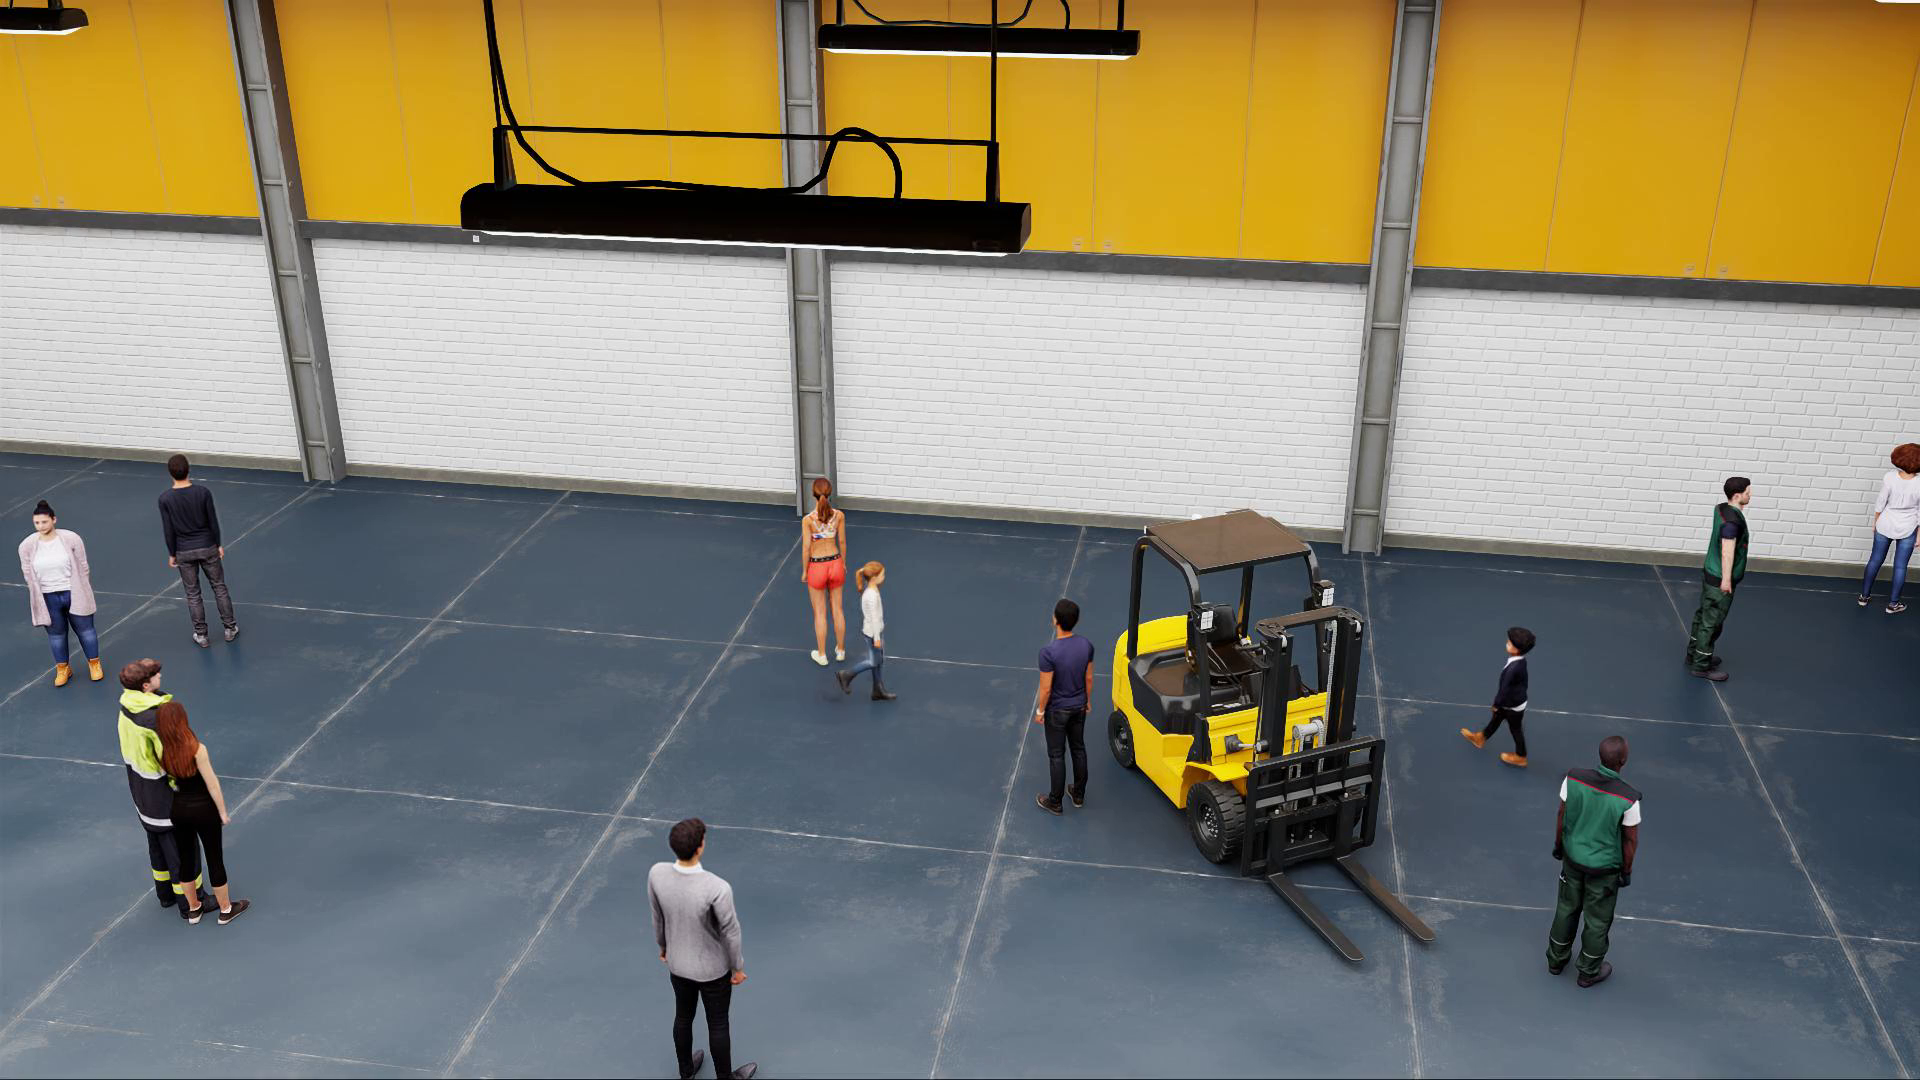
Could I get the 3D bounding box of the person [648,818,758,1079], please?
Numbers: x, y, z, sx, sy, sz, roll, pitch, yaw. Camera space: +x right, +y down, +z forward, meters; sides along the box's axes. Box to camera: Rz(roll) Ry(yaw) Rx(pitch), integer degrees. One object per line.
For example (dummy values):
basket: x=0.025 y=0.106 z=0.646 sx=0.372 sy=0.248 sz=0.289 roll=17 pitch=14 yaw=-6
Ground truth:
person: x=-1.568 y=2.494 z=9.922 sx=0.641 sy=1.923 sz=0.843 roll=9 pitch=25 yaw=20

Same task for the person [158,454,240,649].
person: x=-7.102 y=0.100 z=15.468 sx=0.698 sy=1.870 sz=0.780 roll=-13 pitch=27 yaw=-27

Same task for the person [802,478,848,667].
person: x=-1.229 y=0.285 z=15.143 sx=0.635 sy=1.789 sz=0.732 roll=-9 pitch=25 yaw=-20

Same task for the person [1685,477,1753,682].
person: x=6.832 y=0.313 z=14.940 sx=0.579 sy=1.901 sz=0.677 roll=6 pitch=24 yaw=13

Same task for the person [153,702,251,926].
person: x=-5.336 y=1.890 z=11.550 sx=0.455 sy=1.726 sz=0.640 roll=3 pitch=24 yaw=6

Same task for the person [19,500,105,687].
person: x=-7.992 y=0.458 z=14.806 sx=0.747 sy=1.743 sz=0.854 roll=-9 pitch=25 yaw=-19

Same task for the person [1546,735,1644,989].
person: x=4.163 y=2.095 z=10.940 sx=0.739 sy=1.839 sz=0.844 roll=21 pitch=31 yaw=40

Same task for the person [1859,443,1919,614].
person: x=9.131 y=-0.136 z=16.202 sx=0.813 sy=1.713 sz=0.734 roll=-20 pitch=31 yaw=-39

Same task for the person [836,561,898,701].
person: x=-0.827 y=0.819 z=14.533 sx=0.788 sy=1.300 sz=0.557 roll=1 pitch=24 yaw=3

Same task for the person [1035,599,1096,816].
person: x=0.818 y=1.286 z=12.850 sx=0.686 sy=1.793 sz=0.774 roll=-12 pitch=27 yaw=-26

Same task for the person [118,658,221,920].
person: x=-5.575 y=1.718 z=11.625 sx=0.781 sy=1.983 sz=0.927 roll=17 pitch=29 yaw=34

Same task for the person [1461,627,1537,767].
person: x=4.559 y=1.300 z=13.558 sx=0.876 sy=1.200 sz=0.698 roll=15 pitch=28 yaw=30
